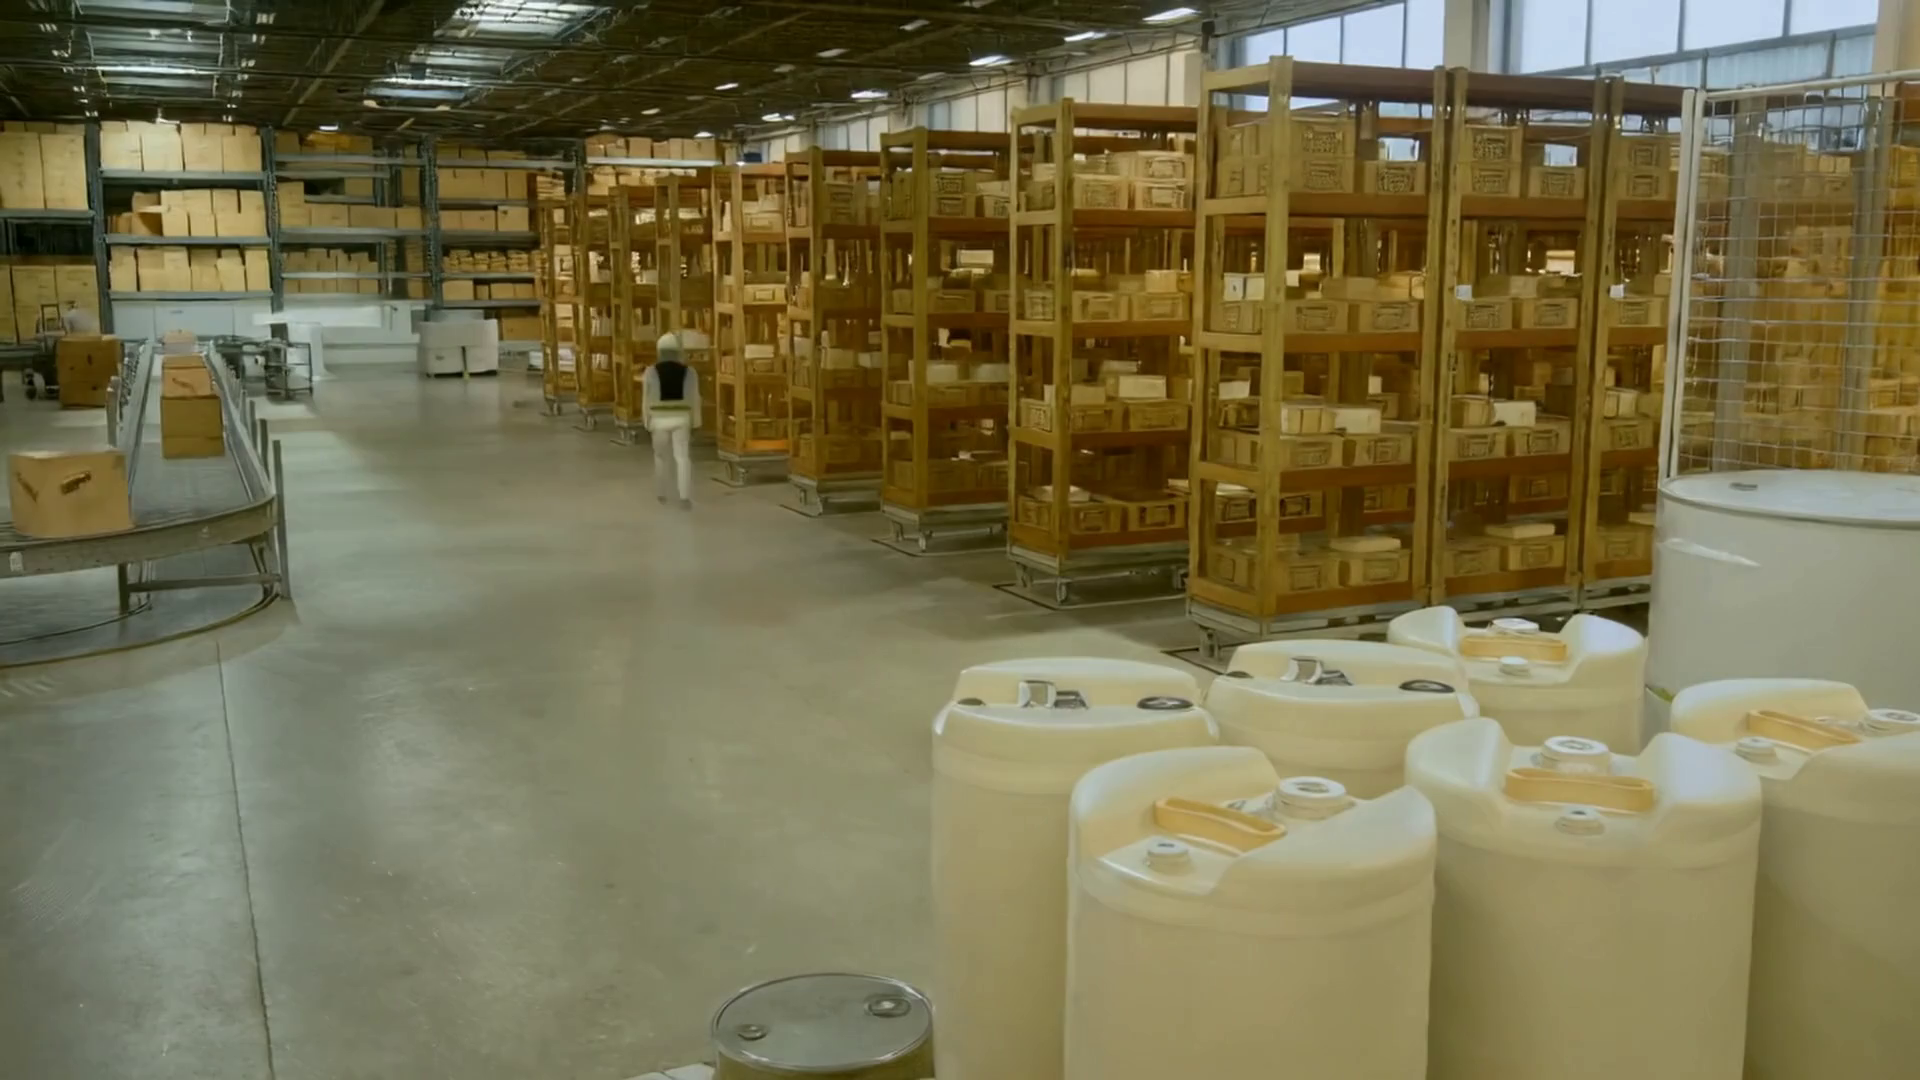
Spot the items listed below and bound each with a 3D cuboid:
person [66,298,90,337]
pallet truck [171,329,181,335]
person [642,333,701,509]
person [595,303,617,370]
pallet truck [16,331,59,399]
[{"bbox_3d":[-20.239,-4.634,38.141,0.410,1.823,0.597,2,9,15],"label":"person"},{"bbox_3d":[-17.275,-3.851,35.096,1.601,1.201,0.680,0,9,1],"label":"pallet truck"},{"bbox_3d":[-2.942,-1.215,17.018,0.611,1.792,0.926,-3,10,-18],"label":"person"},{"bbox_3d":[-7.136,-3.980,33.738,0.619,1.923,0.559,5,10,27],"label":"person"},{"bbox_3d":[-17.082,-3.353,31.781,1.630,1.274,0.653,-4,10,-25],"label":"pallet truck"}]
